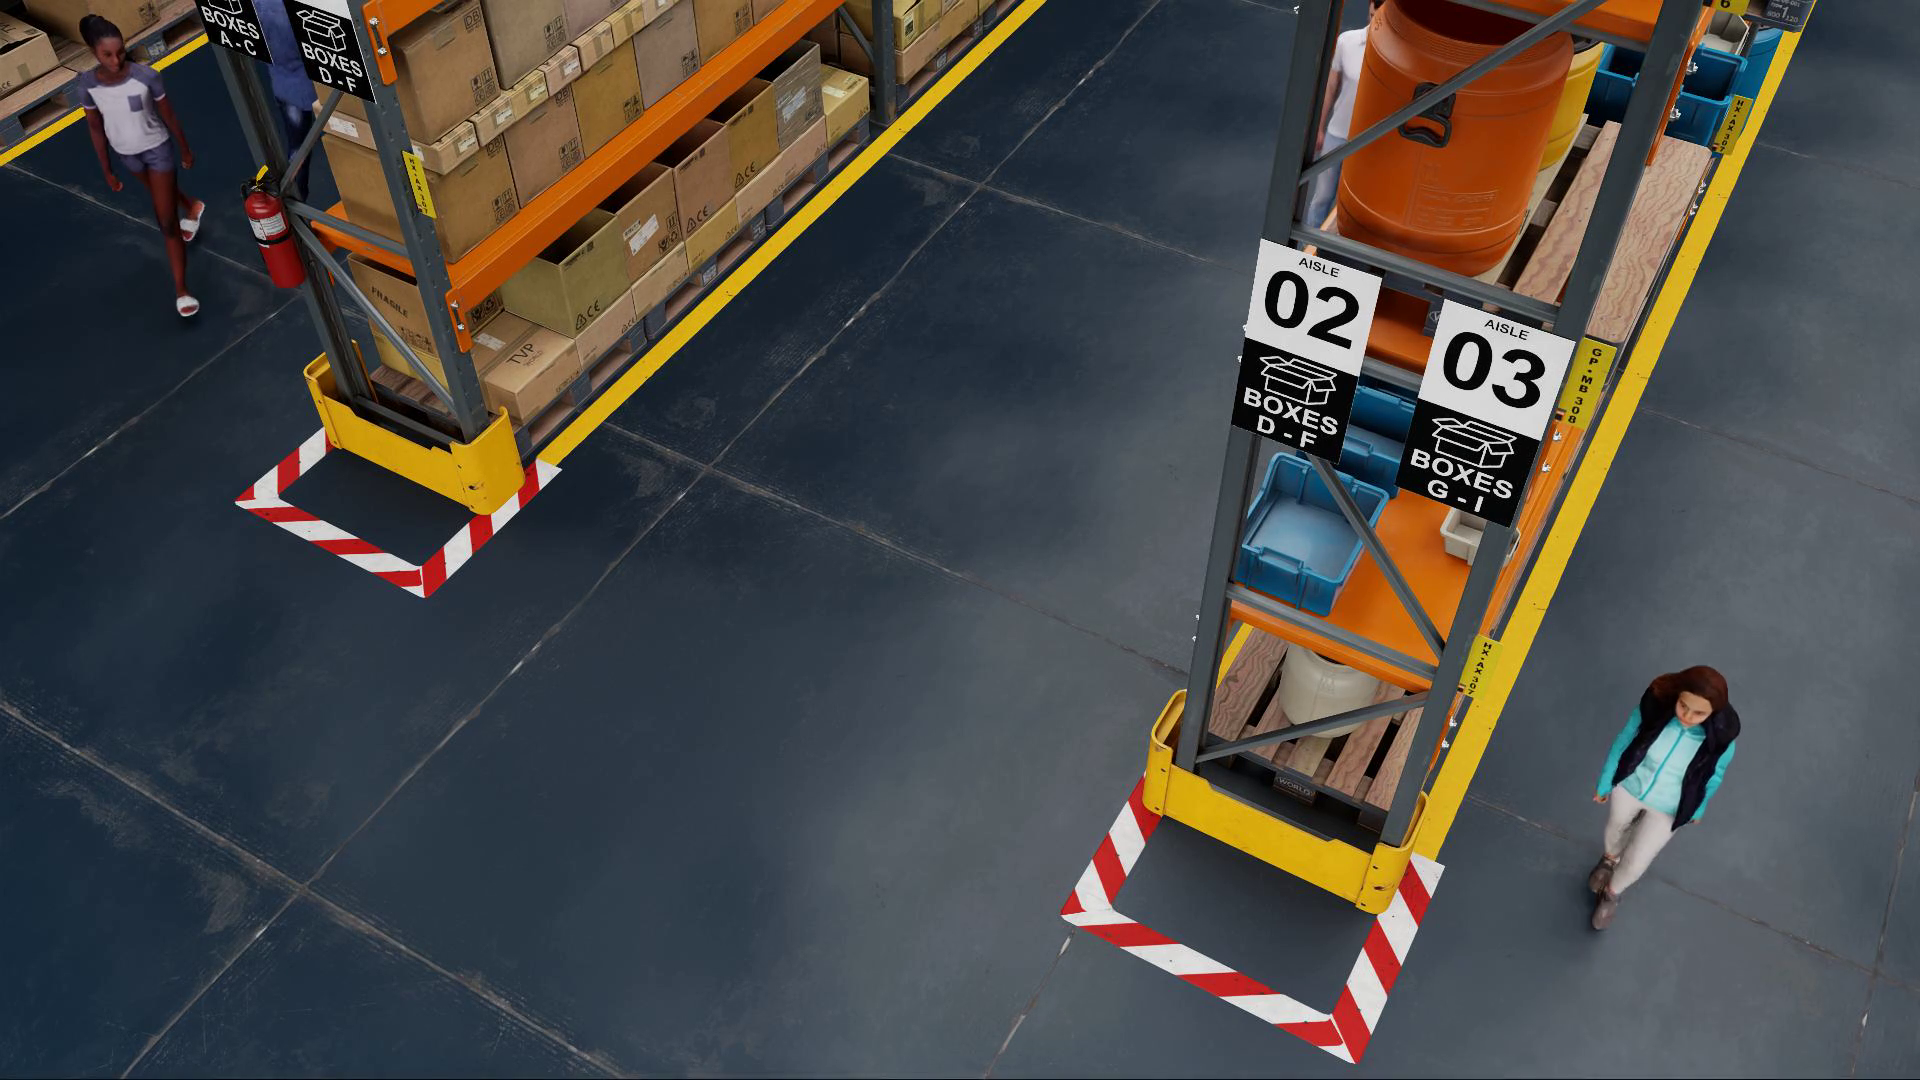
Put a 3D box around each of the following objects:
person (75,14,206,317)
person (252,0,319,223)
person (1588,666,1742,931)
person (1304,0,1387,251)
[{"bbox_3d":[-4.652,-2.241,9.565,1.134,1.676,1.292,-5,47,-4],"label":"person"},{"bbox_3d":[-3.905,-2.617,9.841,0.913,1.781,1.248,12,48,11],"label":"person"},{"bbox_3d":[2.834,0.960,6.736,0.615,1.485,0.717,29,53,24],"label":"person"},{"bbox_3d":[2.291,-2.326,9.522,0.719,1.855,0.682,14,49,13],"label":"person"}]
